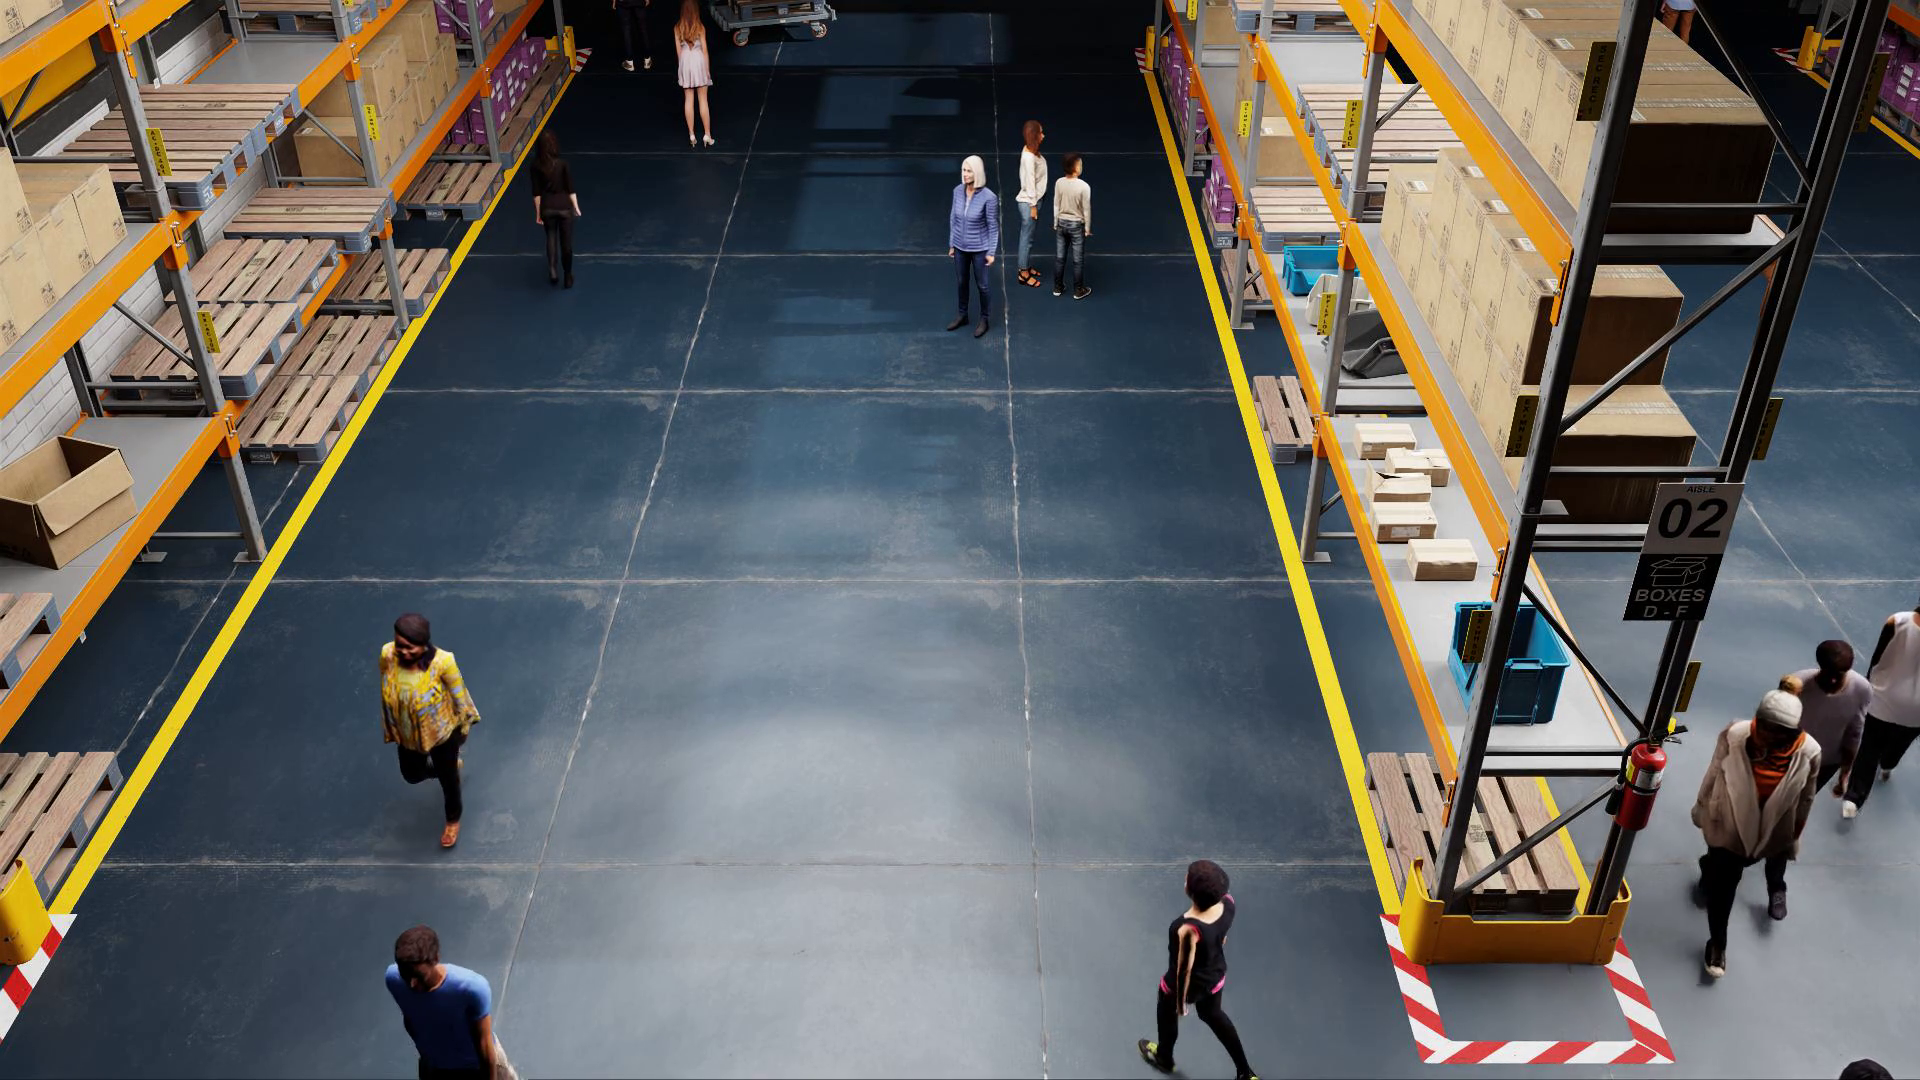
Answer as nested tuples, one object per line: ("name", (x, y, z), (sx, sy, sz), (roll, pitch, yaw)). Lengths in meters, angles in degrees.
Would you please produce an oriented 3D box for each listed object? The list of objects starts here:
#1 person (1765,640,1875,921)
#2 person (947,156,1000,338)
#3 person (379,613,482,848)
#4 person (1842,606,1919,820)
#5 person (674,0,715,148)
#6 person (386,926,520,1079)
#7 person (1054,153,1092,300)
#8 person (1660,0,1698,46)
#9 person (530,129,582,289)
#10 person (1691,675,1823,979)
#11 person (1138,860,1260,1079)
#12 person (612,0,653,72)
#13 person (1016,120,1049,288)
("person", (4.851, 1.220, 9.605), (0.653, 1.778, 1.097), (-3, 34, -5))
("person", (0.122, -2.779, 15.652), (0.730, 1.744, 0.725), (19, 38, 26))
("person", (-3.146, 1.074, 9.947), (0.761, 1.642, 0.863), (5, 34, 8))
("person", (5.701, 0.980, 10.083), (1.022, 1.648, 1.207), (19, 38, 26))
("person", (-3.176, -5.577, 19.840), (0.594, 1.768, 0.611), (4, 34, 6))
("person", (-2.322, 2.381, 7.835), (0.734, 1.803, 1.276), (2, 34, 2))
("person", (1.087, -3.089, 16.371), (0.622, 1.464, 0.638), (16, 37, 23))
("person", (9.669, -7.220, 22.259), (0.675, 1.827, 0.556), (1, 34, 1))
("person", (-3.995, -3.229, 16.431), (0.576, 1.631, 0.665), (-2, 34, -3))
("person", (4.361, 1.443, 9.193), (0.886, 1.862, 1.203), (6, 34, 10))
("person", (1.242, 2.214, 8.330), (0.892, 1.533, 0.991), (-26, 42, -33))
("person", (-4.417, -7.264, 22.262), (0.729, 1.896, 0.690), (-12, 35, -17))
("person", (0.699, -3.378, 16.609), (0.689, 1.682, 0.480), (2, 34, 3))
